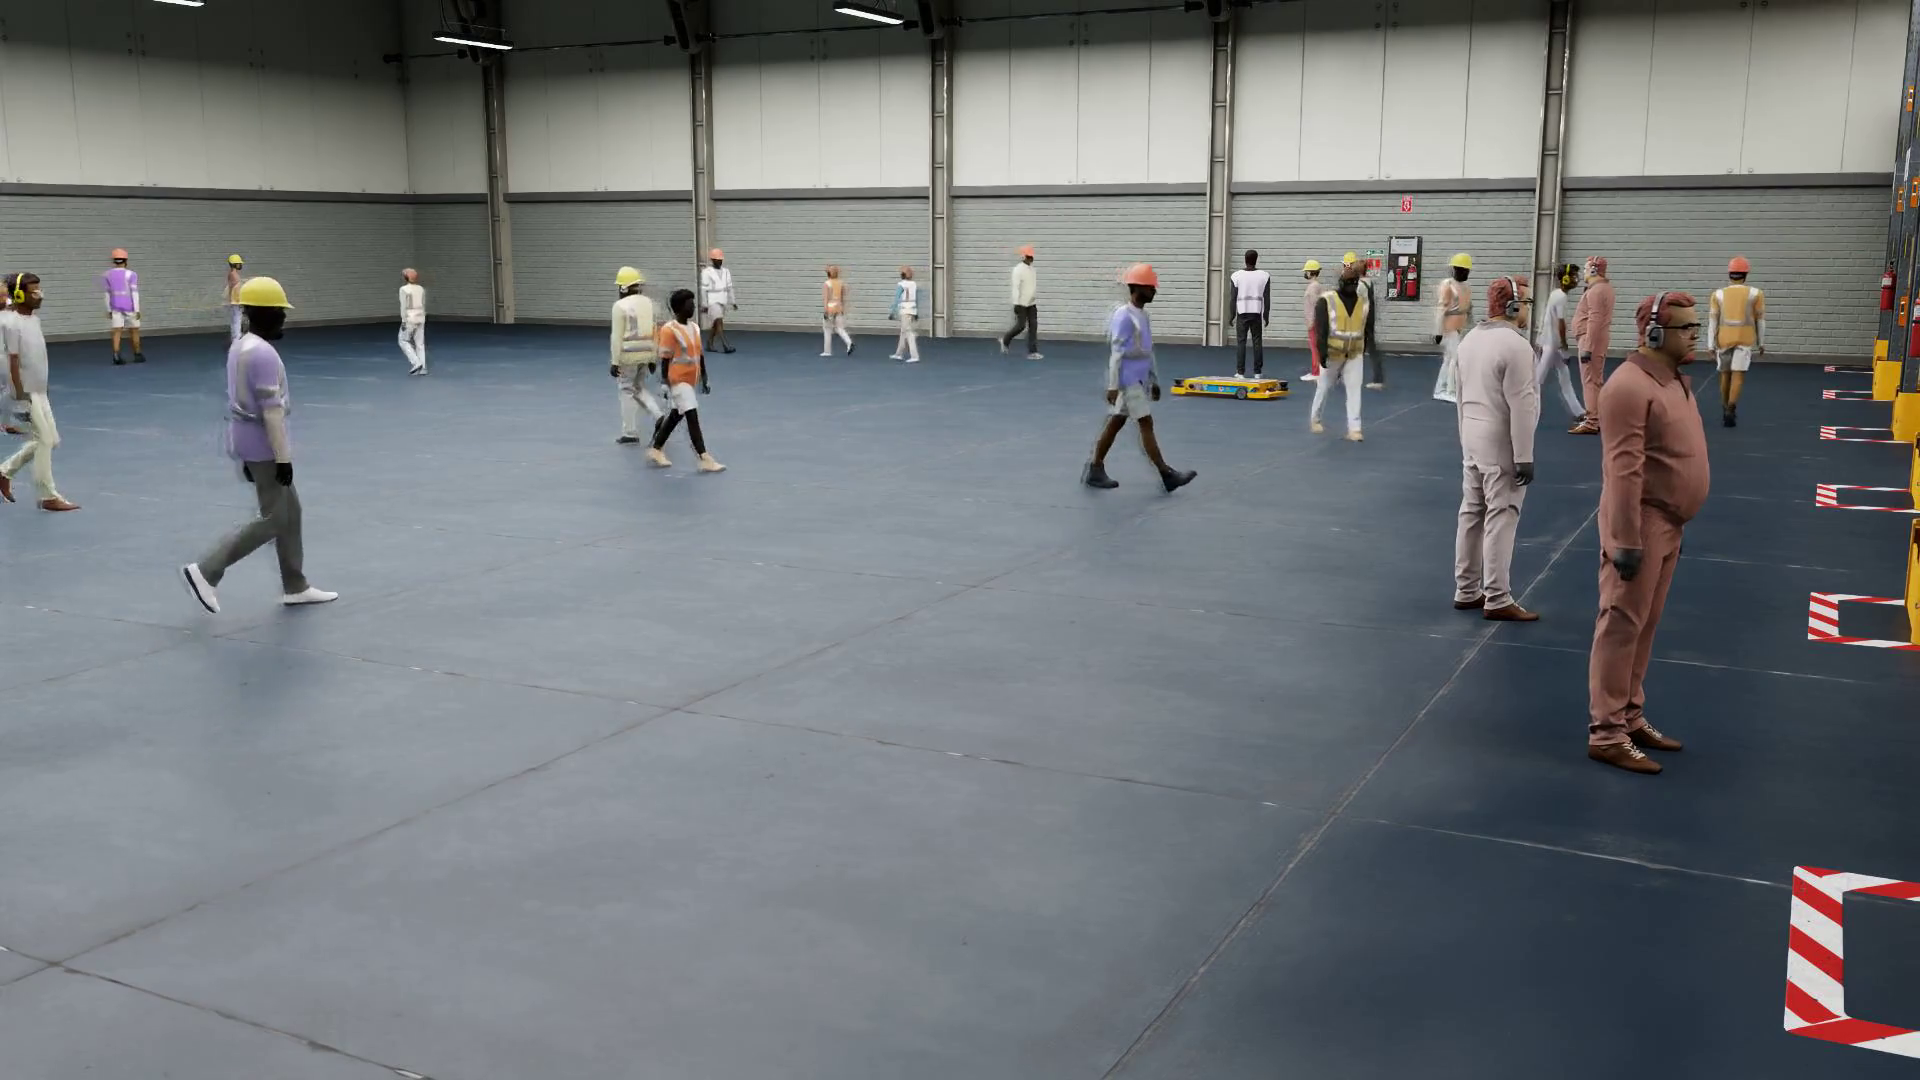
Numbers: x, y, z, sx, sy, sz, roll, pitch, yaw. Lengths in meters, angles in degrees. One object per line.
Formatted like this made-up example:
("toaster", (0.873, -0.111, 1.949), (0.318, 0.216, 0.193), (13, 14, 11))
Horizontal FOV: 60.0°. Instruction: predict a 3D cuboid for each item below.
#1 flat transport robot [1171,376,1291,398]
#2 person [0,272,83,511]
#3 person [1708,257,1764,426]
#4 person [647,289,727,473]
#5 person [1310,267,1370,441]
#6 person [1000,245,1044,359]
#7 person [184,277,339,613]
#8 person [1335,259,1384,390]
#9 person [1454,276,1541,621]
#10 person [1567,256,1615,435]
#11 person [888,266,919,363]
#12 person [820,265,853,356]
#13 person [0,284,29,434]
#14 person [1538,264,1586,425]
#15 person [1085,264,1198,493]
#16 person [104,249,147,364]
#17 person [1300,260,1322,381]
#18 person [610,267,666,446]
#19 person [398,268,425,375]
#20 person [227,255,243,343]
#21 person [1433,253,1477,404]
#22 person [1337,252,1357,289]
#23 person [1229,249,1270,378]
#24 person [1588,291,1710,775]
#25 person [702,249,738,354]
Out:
("flat transport robot", (3.588, -2.032, 22.043), (1.431, 0.197, 0.652), (8, 13, 36))
("person", (-7.205, -1.125, 12.815), (0.639, 1.843, 0.522), (-1, 10, -6))
("person", (8.735, -2.240, 18.769), (0.563, 1.903, 0.973), (7, 12, 33))
("person", (-2.534, -1.450, 15.109), (0.882, 1.657, 0.542), (4, 11, 22))
("person", (4.011, -1.974, 17.564), (0.615, 1.809, 0.942), (-1, 10, -8))
("person", (1.084, -4.116, 28.766), (0.800, 1.973, 0.632), (9, 14, 40))
("person", (-3.979, -0.525, 9.369), (0.733, 1.902, 0.589), (-6, 12, -29))
("person", (5.537, -3.003, 23.177), (0.530, 1.781, 1.007), (-9, 14, -41))
("person", (3.013, -0.507, 9.268), (0.407, 1.908, 0.641), (-3, 11, -14))
("person", (6.771, -2.085, 17.870), (0.407, 1.906, 0.655), (6, 12, 29))
("person", (-0.969, -3.791, 27.995), (0.790, 1.605, 0.526), (6, 12, 31))
("person", (-2.188, -4.019, 29.189), (0.644, 1.615, 0.526), (9, 14, 41))
("person", (-10.181, -1.920, 17.759), (0.337, 1.621, 0.500), (-2, 11, -13))
("person", (6.681, -2.175, 18.612), (0.982, 1.812, 0.513), (3, 11, 17))
("person", (1.499, -1.338, 13.846), (1.036, 1.879, 0.561), (5, 11, 24))
("person", (-13.862, -3.862, 27.553), (0.558, 1.911, 0.804), (0, 10, -1))
("person", (5.163, -3.218, 24.426), (0.328, 1.769, 0.526), (3, 11, 14))
("person", (-3.280, -1.850, 16.847), (0.499, 1.818, 0.599), (5, 12, 27))
("person", (-8.335, -3.314, 25.312), (0.376, 1.631, 0.538), (5, 11, 24))
("person", (-13.547, -4.459, 31.197), (0.313, 1.768, 0.528), (-7, 13, -34))
("person", (6.327, -2.700, 21.240), (0.592, 1.899, 0.604), (8, 13, 39))
("person", (6.705, -4.043, 28.745), (0.403, 1.833, 0.591), (3, 11, 14))
("person", (4.323, -3.366, 24.822), (0.597, 1.916, 0.371), (1, 10, 3))
("person", (2.785, -0.038, 6.702), (0.406, 1.911, 0.636), (8, 13, 36))
("person", (-4.372, -4.323, 30.139), (0.564, 1.884, 0.992), (-10, 14, -44))
